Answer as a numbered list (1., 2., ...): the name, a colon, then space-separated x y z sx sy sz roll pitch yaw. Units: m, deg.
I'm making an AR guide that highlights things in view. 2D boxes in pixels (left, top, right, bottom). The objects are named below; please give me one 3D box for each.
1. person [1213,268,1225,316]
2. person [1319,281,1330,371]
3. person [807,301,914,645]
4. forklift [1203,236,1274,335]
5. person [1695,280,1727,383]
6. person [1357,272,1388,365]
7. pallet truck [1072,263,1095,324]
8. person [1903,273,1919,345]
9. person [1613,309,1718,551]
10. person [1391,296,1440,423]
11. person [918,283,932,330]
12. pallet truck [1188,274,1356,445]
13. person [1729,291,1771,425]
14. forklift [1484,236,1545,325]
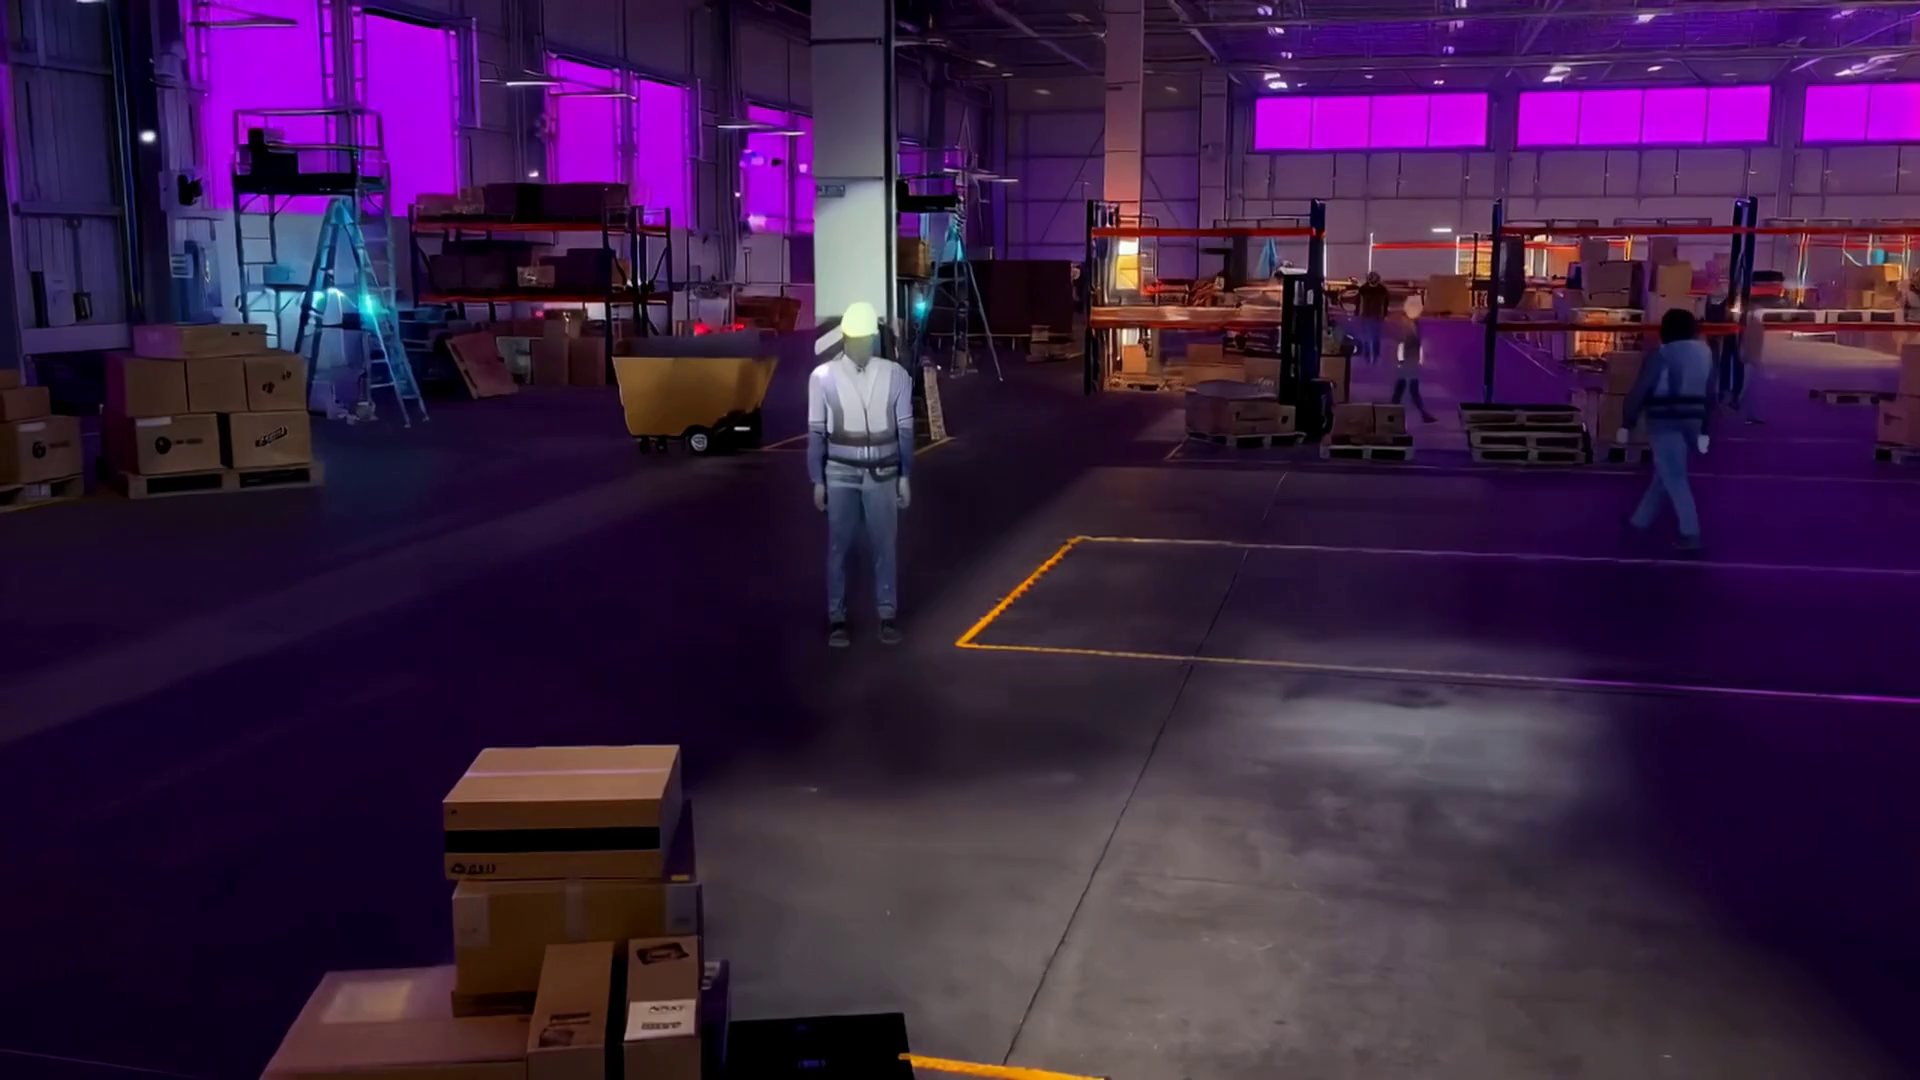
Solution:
1. person: 7.641 -7.116 49.270 0.641 1.864 0.580 -4 10 -22
2. person: 6.898 -4.114 31.988 0.483 1.738 0.319 -3 10 -18
3. person: -0.554 -0.362 9.326 0.600 1.940 0.420 -2 10 -12
4. forklift: 7.821 -7.131 46.389 1.873 2.768 1.129 2 10 14
5. person: 13.044 -3.603 28.819 0.987 1.788 0.534 -6 11 -31
6. person: 8.371 -4.494 33.792 0.644 1.888 1.021 4 10 22
7. pallet truck: 4.325 -8.180 55.162 0.823 1.965 1.885 6 11 31
8. person: 18.193 -4.114 31.527 0.507 1.897 0.594 -4 10 -22
9. person: 5.346 -0.833 12.539 0.638 1.796 0.986 -4 11 -25
10. person: 6.015 -2.361 21.846 0.794 1.660 0.557 6 11 30
11. person: -1.023 -7.313 50.281 0.544 1.928 0.393 -8 13 -40
12. pallet truck: 3.653 -2.138 19.590 1.885 1.965 0.823 -4 10 -20
13. person: 10.334 -2.366 21.654 0.404 1.746 0.545 6 11 31
14. forklift: 17.553 -8.123 52.229 1.873 2.768 1.129 2 10 14
